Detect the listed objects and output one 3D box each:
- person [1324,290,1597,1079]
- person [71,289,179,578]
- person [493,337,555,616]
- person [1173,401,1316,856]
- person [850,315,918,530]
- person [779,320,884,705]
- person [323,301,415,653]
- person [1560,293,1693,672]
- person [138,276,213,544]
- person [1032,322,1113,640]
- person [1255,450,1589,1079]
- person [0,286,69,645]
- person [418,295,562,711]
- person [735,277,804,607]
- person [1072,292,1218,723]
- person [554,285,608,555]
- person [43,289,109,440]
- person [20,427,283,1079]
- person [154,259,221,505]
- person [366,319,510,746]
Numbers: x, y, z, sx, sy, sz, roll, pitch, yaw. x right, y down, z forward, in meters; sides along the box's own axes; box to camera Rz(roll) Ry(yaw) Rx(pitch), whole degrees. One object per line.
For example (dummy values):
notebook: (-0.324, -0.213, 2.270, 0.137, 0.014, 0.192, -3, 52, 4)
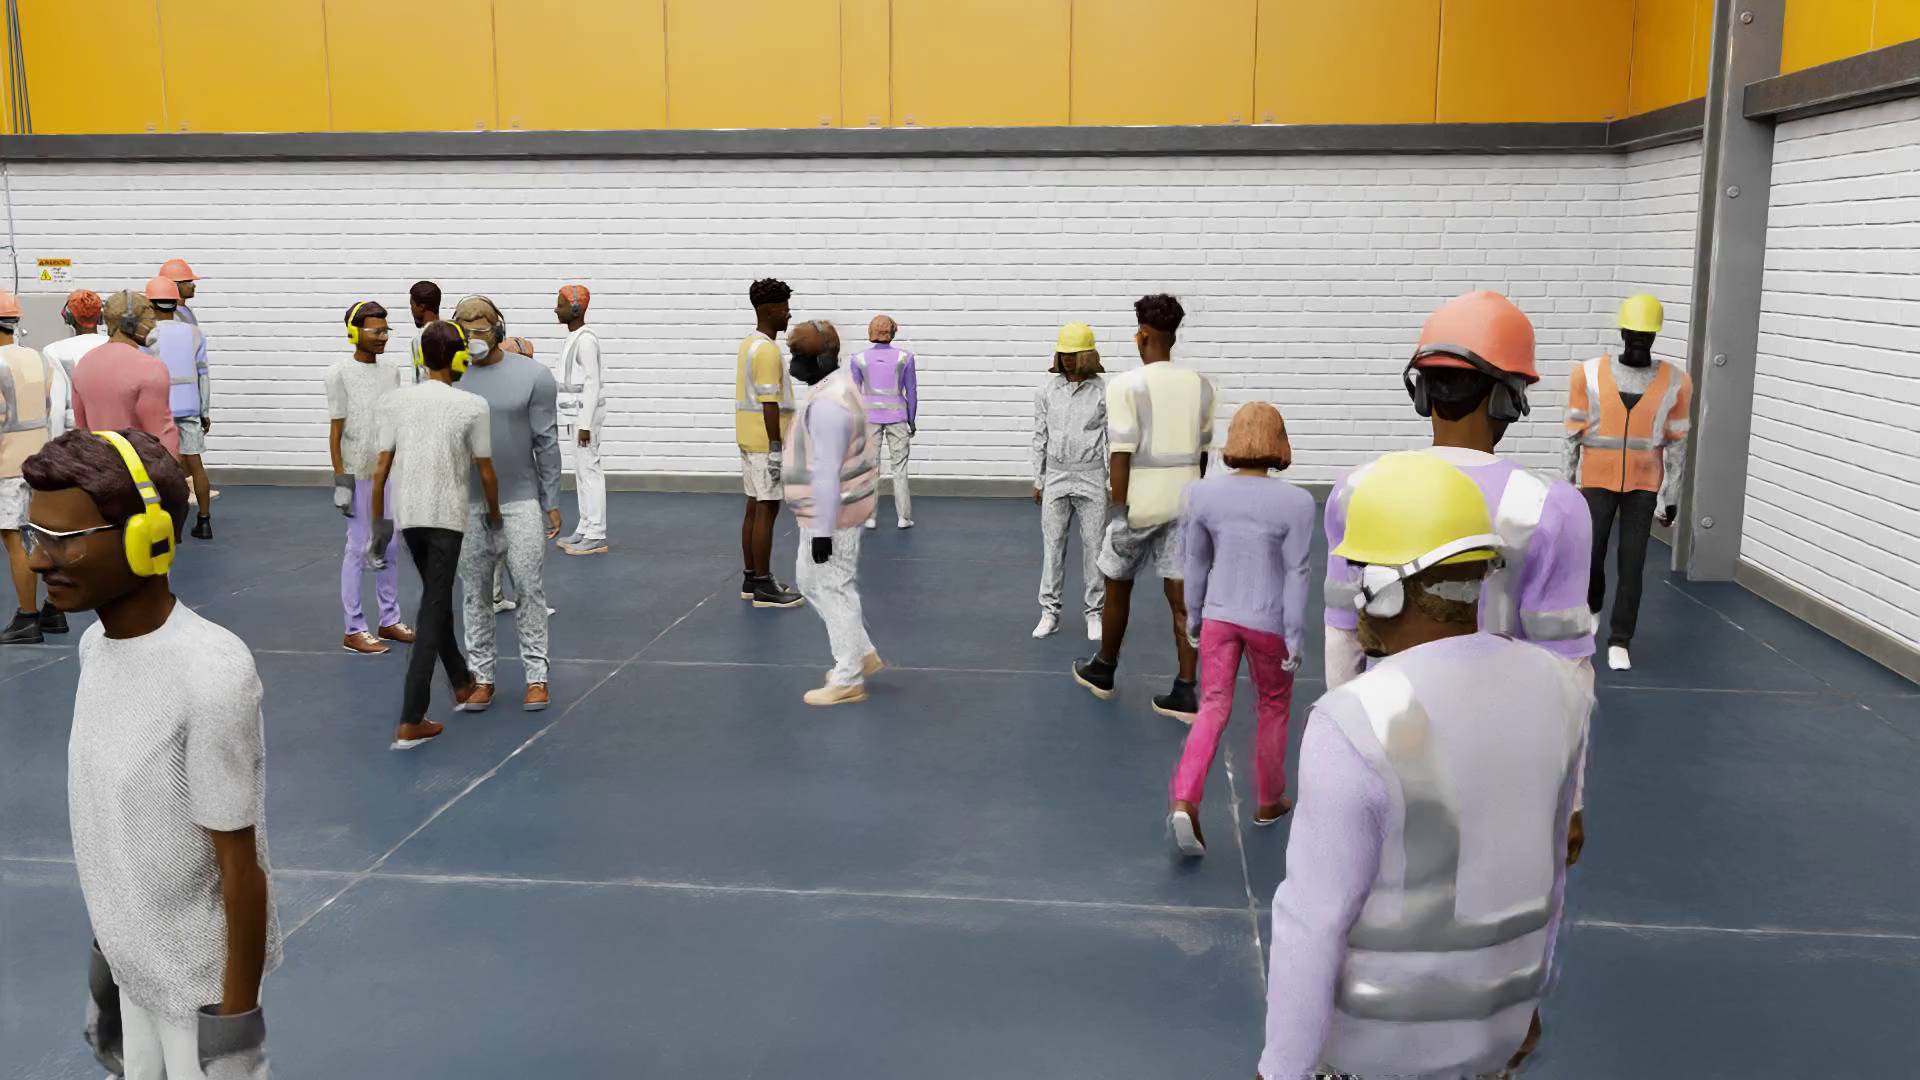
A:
person: (1.092, 0.479, 3.670, 0.607, 2.041, 0.377, 9, 13, 41)
person: (-4.069, -0.259, 8.198, 0.629, 1.935, 0.371, 5, 11, 27)
person: (-2.584, -0.354, 9.624, 0.513, 1.630, 0.318, 7, 12, 33)
person: (0.994, 0.306, 5.937, 0.505, 1.601, 0.801, 6, 12, 31)
person: (-0.578, -0.888, 12.645, 0.514, 1.639, 0.314, 1, 10, 3)
person: (-0.604, -0.108, 7.701, 0.458, 1.815, 0.664, -1, 10, -7)
person: (-3.118, -0.331, 8.833, 0.327, 1.862, 0.511, 5, 11, 27)
person: (3.376, -0.302, 8.500, 0.624, 1.911, 0.550, 3, 10, 19)
person: (-5.738, -0.941, 12.096, 0.364, 1.935, 0.553, 8, 13, 38)
person: (0.632, -0.314, 9.066, 0.489, 1.741, 0.321, 2, 10, 14)
person: (0.735, 0.755, 2.730, 0.623, 1.813, 0.617, -7, 12, -35)
person: (-5.131, -0.401, 8.999, 0.361, 1.939, 0.543, 1, 10, 6)
person: (-2.158, -0.161, 7.675, 0.638, 1.927, 0.391, -2, 10, -9)
person: (-1.158, -0.585, 9.972, 0.366, 1.964, 0.610, -3, 10, -18)
person: (0.855, -0.172, 7.697, 0.624, 1.923, 0.863, -5, 11, -26)
person: (-2.664, -0.841, 11.678, 0.355, 1.883, 0.572, -4, 11, -21)
person: (-5.379, -0.613, 10.372, 0.355, 1.883, 0.574, 9, 14, 43)
person: (-1.273, 0.741, 2.696, 0.512, 1.862, 0.322, 9, 13, 41)
person: (-6.497, -1.319, 13.945, 0.361, 2.047, 0.614, -1, 10, -5)
person: (-2.286, -0.065, 7.404, 0.500, 1.811, 0.963, 3, 10, 15)
